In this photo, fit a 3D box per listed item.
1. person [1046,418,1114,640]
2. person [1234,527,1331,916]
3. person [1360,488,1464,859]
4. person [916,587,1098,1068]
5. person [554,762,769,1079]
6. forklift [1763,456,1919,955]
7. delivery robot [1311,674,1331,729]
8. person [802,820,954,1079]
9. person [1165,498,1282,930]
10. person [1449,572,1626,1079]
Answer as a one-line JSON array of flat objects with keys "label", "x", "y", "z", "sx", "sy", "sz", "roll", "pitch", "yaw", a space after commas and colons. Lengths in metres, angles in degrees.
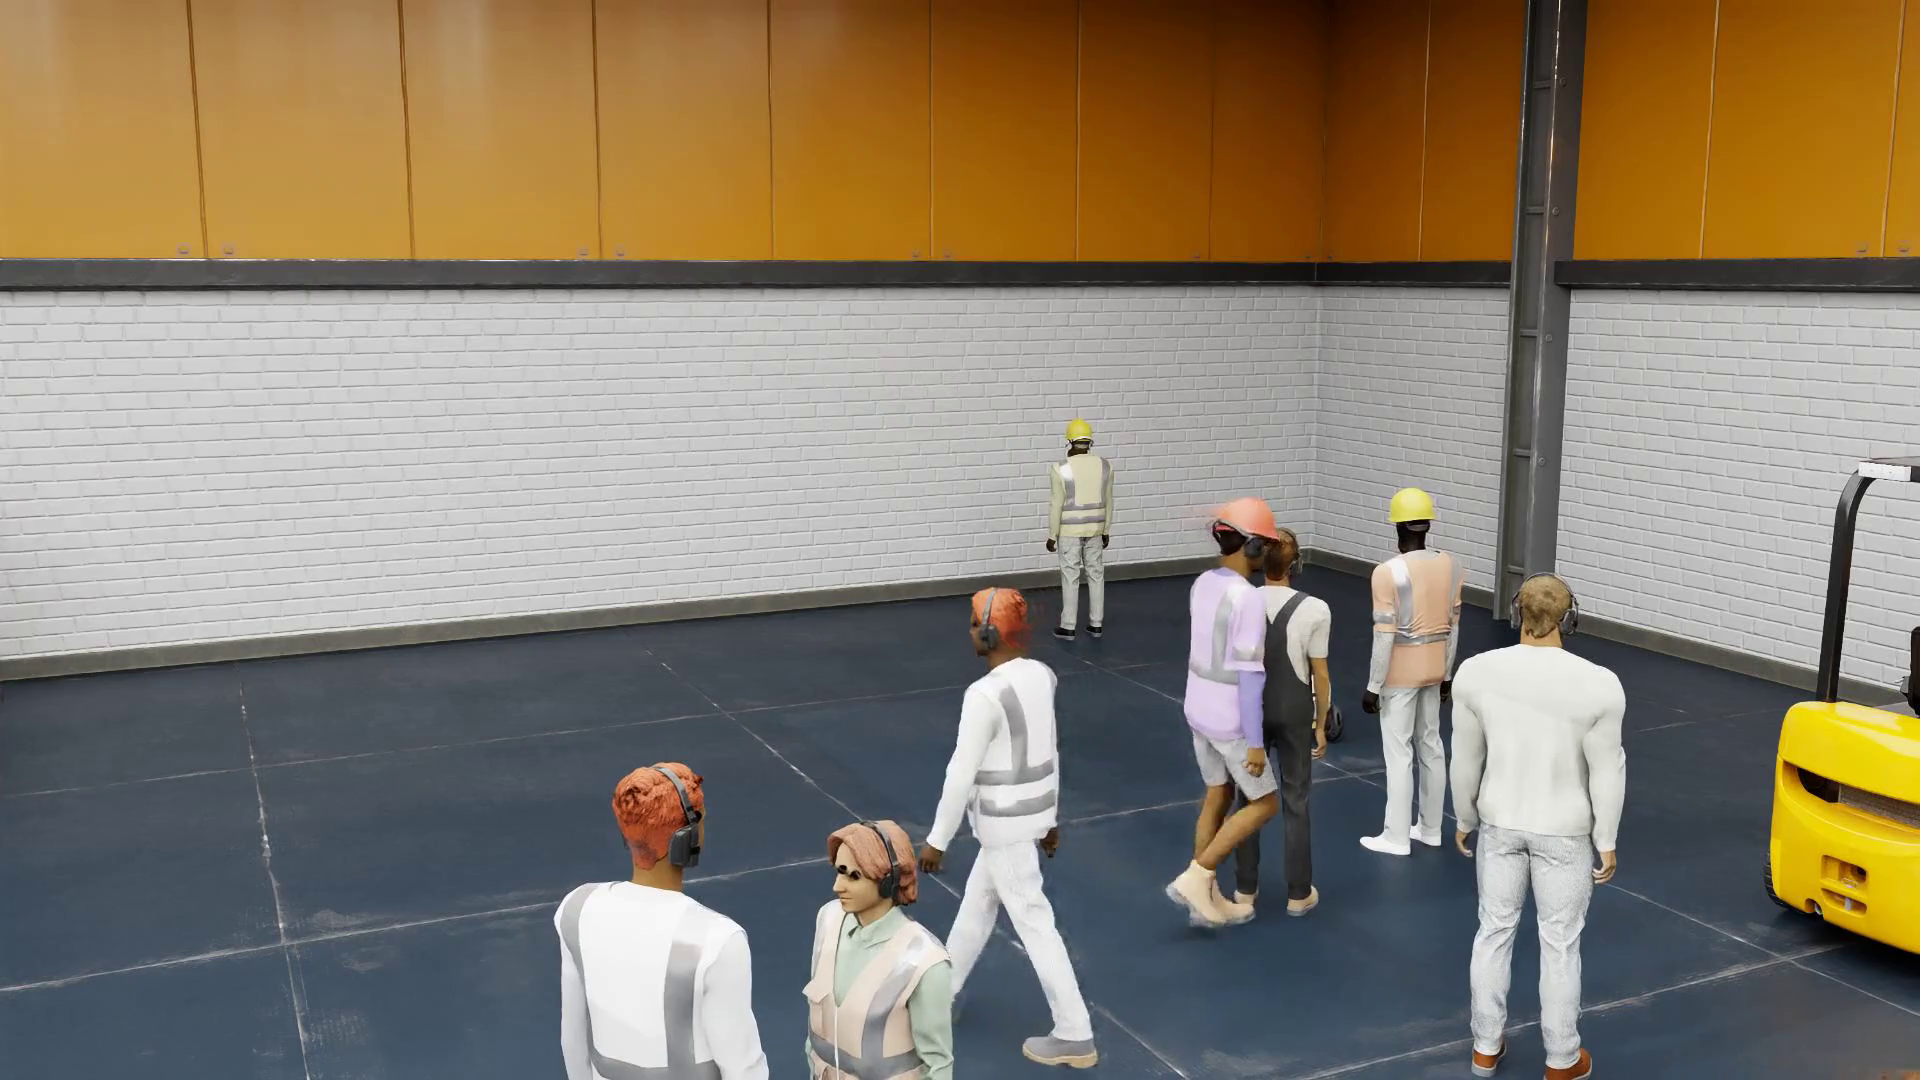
[{"label": "person", "x": 0.980, "y": -0.088, "z": 13.752, "sx": 0.588, "sy": 1.835, "sz": 0.403, "roll": -4, "pitch": 10, "yaw": -23}, {"label": "person", "x": 1.483, "y": 0.856, "z": 7.861, "sx": 0.506, "sy": 1.846, "sz": 0.348, "roll": 3, "pitch": 10, "yaw": 20}, {"label": "person", "x": 2.332, "y": 0.688, "z": 8.658, "sx": 0.594, "sy": 1.923, "sz": 0.372, "roll": -5, "pitch": 11, "yaw": -30}, {"label": "person", "x": 0.132, "y": 1.093, "z": 6.436, "sx": 0.976, "sy": 1.834, "sz": 0.596, "roll": 4, "pitch": 10, "yaw": 25}, {"label": "person", "x": -0.697, "y": 1.456, "z": 4.026, "sx": 0.575, "sy": 1.883, "sz": 0.355, "roll": 5, "pitch": 10, "yaw": 29}, {"label": "forklift", "x": 4.857, "y": 0.731, "z": 7.561, "sx": 2.313, "sy": 2.155, "sz": 1.214, "roll": -4, "pitch": 10, "yaw": -25}, {"label": "delivery robot", "x": 2.129, "y": 0.962, "z": 10.908, "sx": 0.477, "sy": 0.478, "sz": 0.707, "roll": -3, "pitch": 10, "yaw": -17}, {"label": "person", "x": -0.221, "y": 1.521, "z": 4.365, "sx": 0.311, "sy": 1.642, "sz": 0.513, "roll": -9, "pitch": 13, "yaw": -44}, {"label": "person", "x": 1.242, "y": 0.814, "z": 7.601, "sx": 0.480, "sy": 2.012, "sz": 0.668, "roll": -2, "pitch": 9, "yaw": -14}, {"label": "person", "x": 2.136, "y": 1.081, "z": 6.196, "sx": 0.627, "sy": 1.935, "sz": 0.371, "roll": 6, "pitch": 11, "yaw": 32}]
